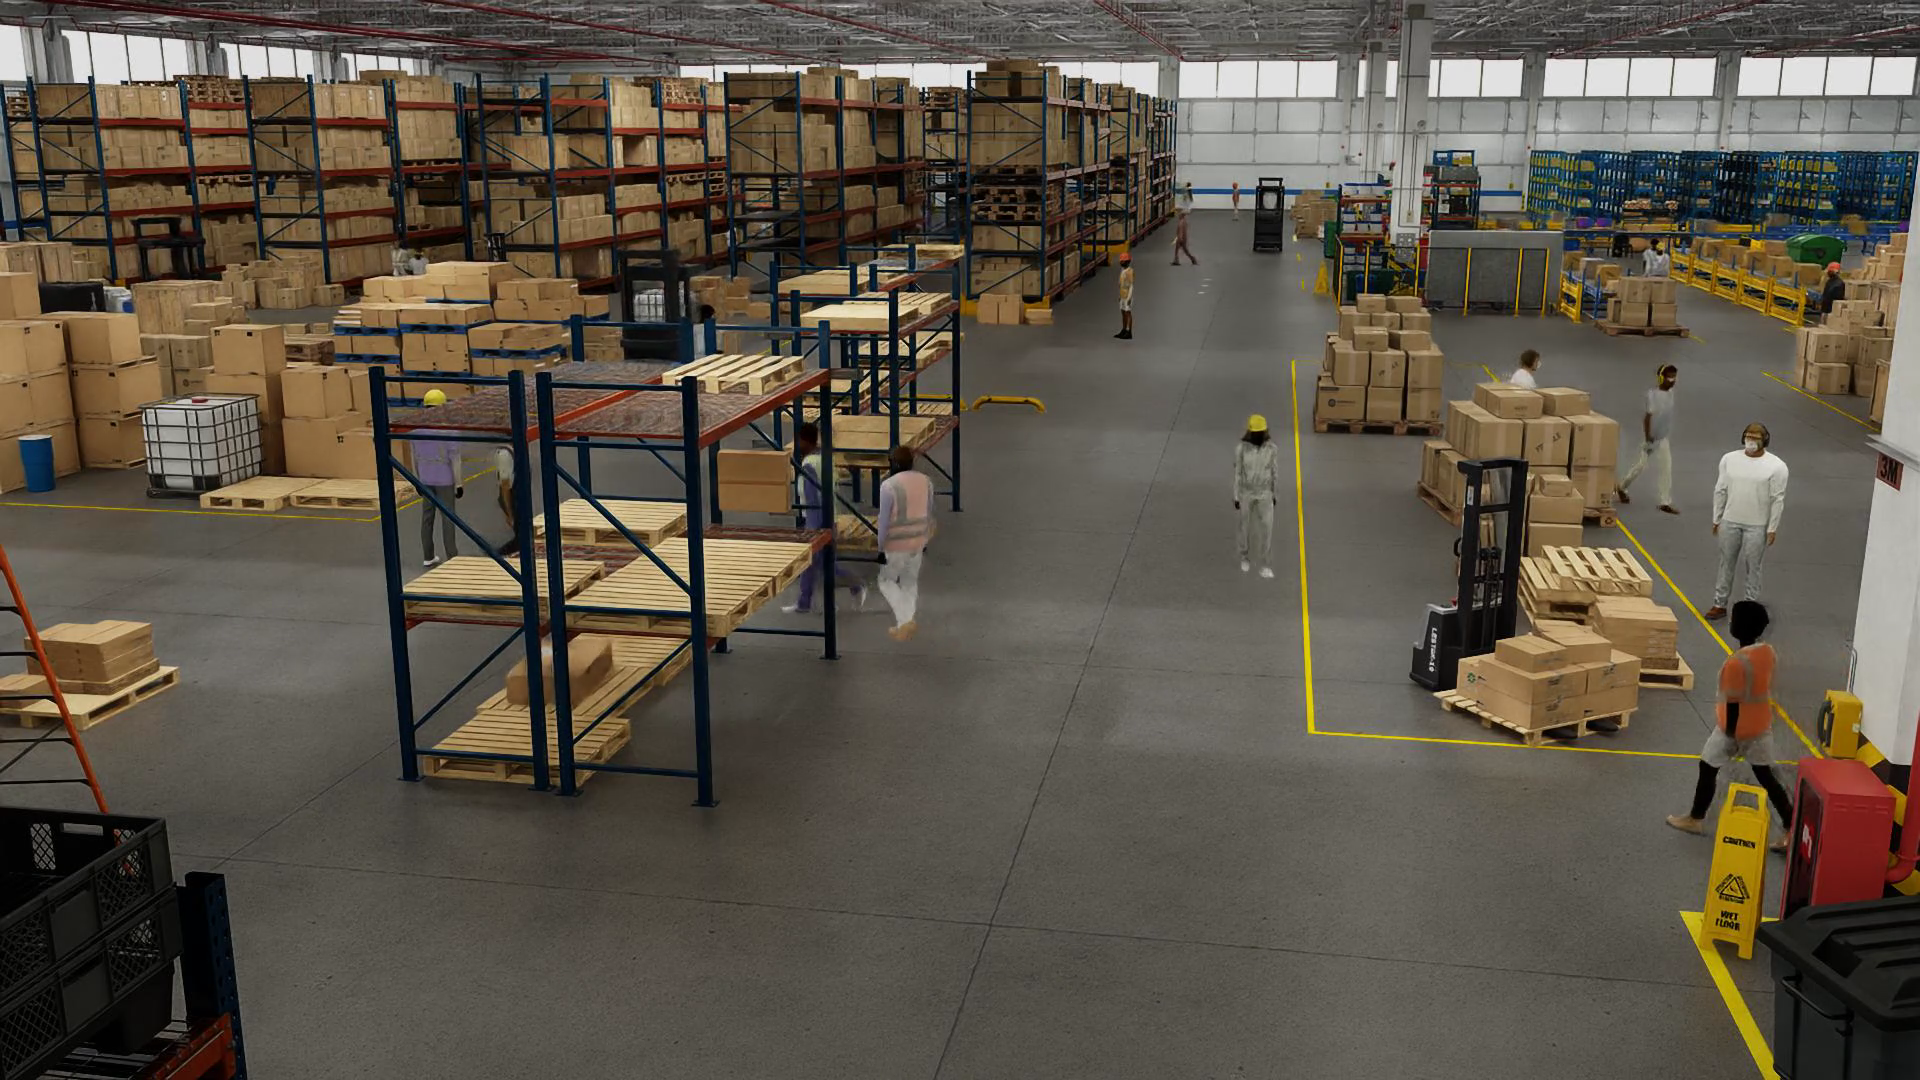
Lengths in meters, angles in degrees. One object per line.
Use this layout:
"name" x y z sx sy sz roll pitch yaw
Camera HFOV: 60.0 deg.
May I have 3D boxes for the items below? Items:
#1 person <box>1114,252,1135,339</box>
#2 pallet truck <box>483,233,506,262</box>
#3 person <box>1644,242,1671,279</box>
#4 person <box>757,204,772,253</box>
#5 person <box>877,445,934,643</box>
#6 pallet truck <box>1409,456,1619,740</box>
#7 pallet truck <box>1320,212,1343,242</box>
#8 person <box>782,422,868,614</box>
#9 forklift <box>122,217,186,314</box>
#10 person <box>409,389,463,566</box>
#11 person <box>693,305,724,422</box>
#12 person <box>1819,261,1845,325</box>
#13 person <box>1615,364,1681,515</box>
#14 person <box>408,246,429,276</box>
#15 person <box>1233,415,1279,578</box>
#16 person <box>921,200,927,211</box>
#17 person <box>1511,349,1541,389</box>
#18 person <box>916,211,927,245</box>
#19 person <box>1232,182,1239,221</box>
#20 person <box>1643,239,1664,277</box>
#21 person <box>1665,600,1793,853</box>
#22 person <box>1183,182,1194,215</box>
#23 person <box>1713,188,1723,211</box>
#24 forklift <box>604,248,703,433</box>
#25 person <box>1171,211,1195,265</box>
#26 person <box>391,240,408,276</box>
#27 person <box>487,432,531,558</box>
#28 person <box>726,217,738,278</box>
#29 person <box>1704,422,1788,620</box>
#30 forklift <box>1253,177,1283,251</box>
"person" 3.720 -5.498 37.464 0.359 1.939 0.542 -5 15 -18
"pallet truck" -11.832 -7.026 43.548 1.885 1.965 0.823 8 16 28
"person" 18.020 -6.785 42.945 0.633 1.808 0.636 2 14 9
"person" -7.571 -12.027 64.162 1.083 1.873 0.564 -6 15 -22
"person" -0.515 0.041 15.223 0.654 1.821 0.431 -13 19 -43
"pallet truck" 4.504 0.400 13.395 0.823 1.965 1.885 -6 15 -23
"pallet truck" 15.874 -13.227 70.310 0.680 1.201 1.601 10 17 35
"person" -1.322 -0.202 16.081 0.765 1.876 0.636 1 14 5
"forklift" -16.871 -5.409 35.166 1.873 2.768 1.129 11 18 38
"person" -5.602 -0.659 17.872 0.585 1.918 0.410 4 14 15
"person" -4.028 -2.730 26.263 0.678 1.928 0.662 -4 14 -17
"person" 17.876 -4.719 34.184 0.396 1.992 0.623 -1 14 -4
"person" 8.558 -1.277 20.554 0.524 1.839 0.894 -6 15 -25
"person" -13.426 -6.401 41.374 0.512 1.834 0.861 -3 14 -14
"person" 3.114 -0.448 17.433 0.500 1.708 0.817 -1 14 -4
"person" -1.912 -16.019 80.483 0.601 1.799 0.521 4 14 16
"person" 7.274 -1.518 21.423 1.024 1.892 0.641 2 14 7
"person" -1.534 -11.746 62.964 1.082 1.883 0.644 11 18 37
"person" 14.296 -17.581 86.437 0.415 1.985 0.611 1 14 4
"person" 19.255 -7.518 46.193 0.544 1.678 0.580 3 14 13
"person" 5.142 1.207 10.806 0.525 1.663 0.850 -10 17 -34
"person" 12.766 -18.939 92.295 0.851 1.809 0.664 -5 15 -19
"person" 38.794 -17.199 85.291 0.583 1.792 1.012 1 14 4
"forklift" -4.838 -3.154 26.010 1.129 2.768 1.873 3 14 10
"person" 7.779 -10.496 57.866 0.753 1.882 0.643 7 15 25
"person" -15.690 -7.606 46.672 0.523 1.616 0.658 3 14 11
"person" -4.554 -0.362 16.850 0.653 1.825 0.515 2 14 10
"person" -7.289 -9.348 53.135 0.386 1.919 0.596 -5 15 -21
"person" 7.448 -0.155 15.773 0.630 1.940 0.372 13 19 41
"forklift" 12.083 -12.747 64.956 1.129 2.768 1.873 3 14 10
